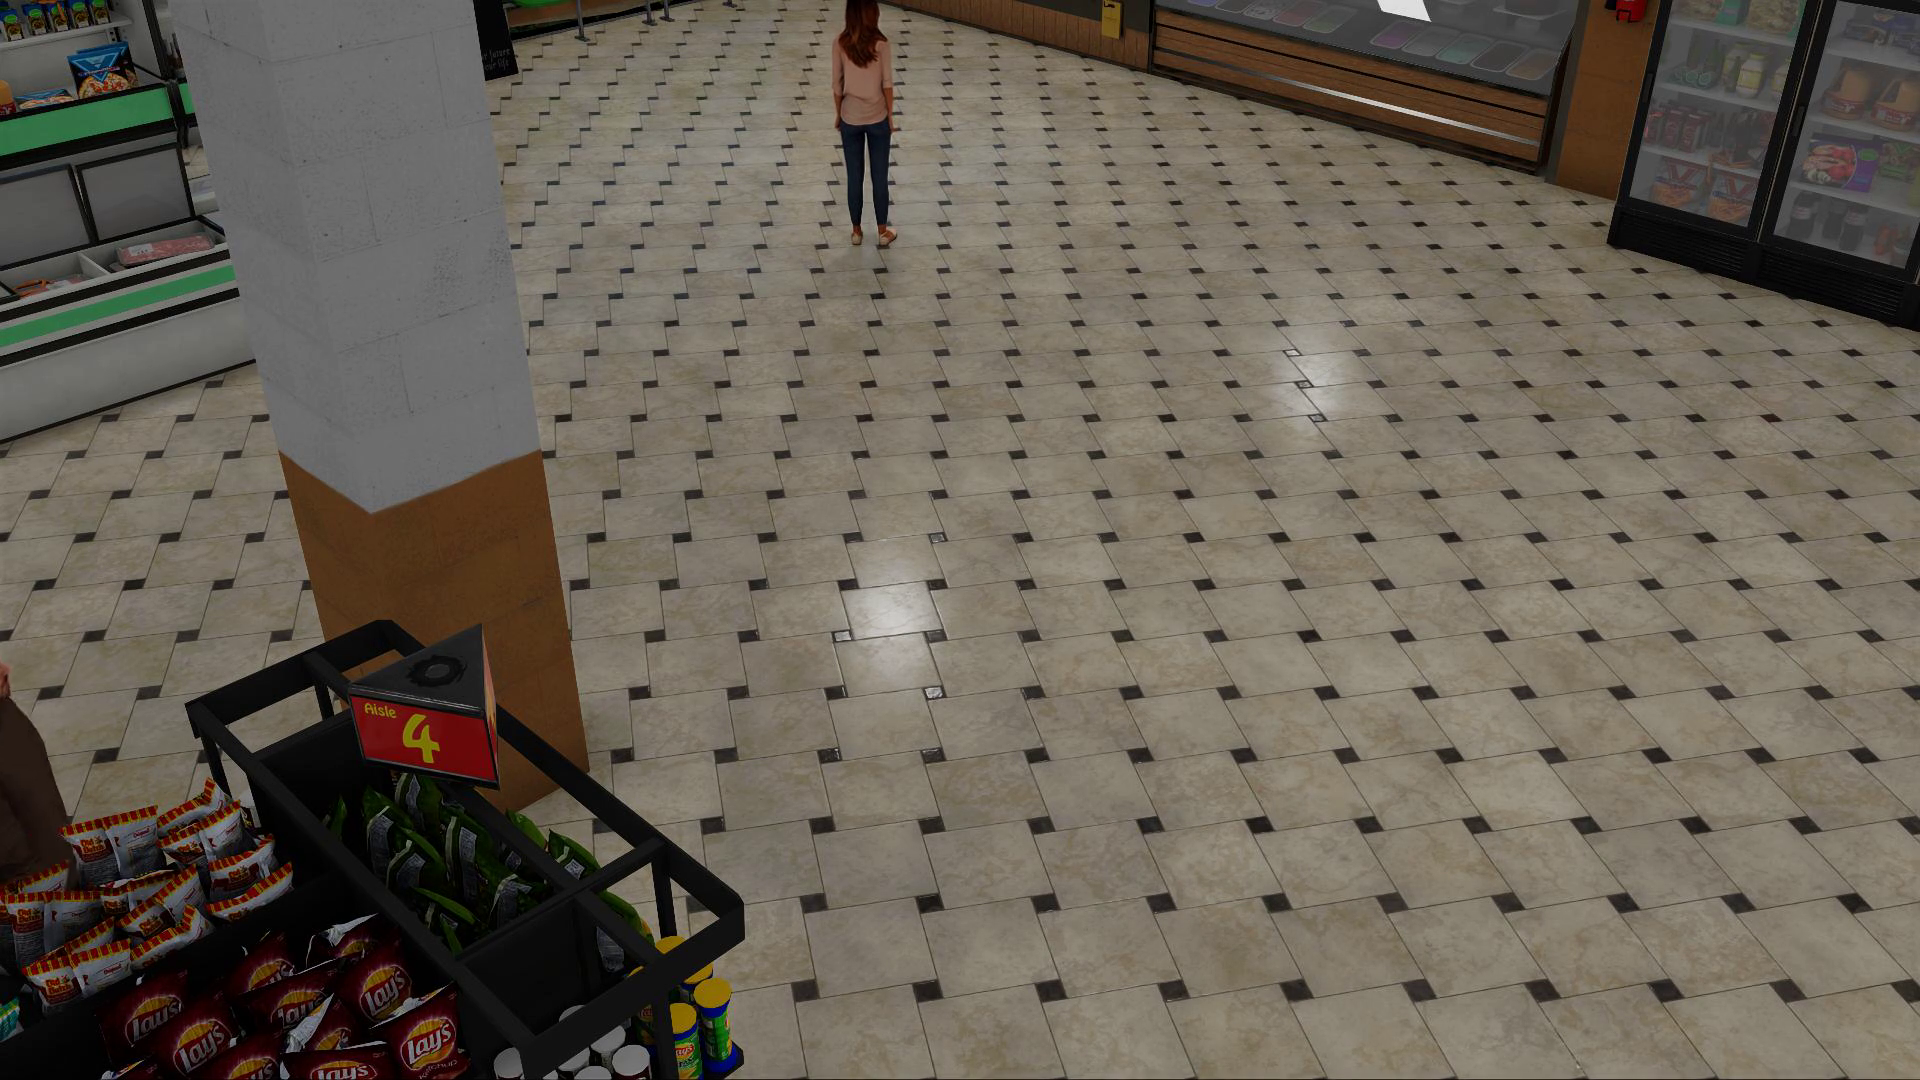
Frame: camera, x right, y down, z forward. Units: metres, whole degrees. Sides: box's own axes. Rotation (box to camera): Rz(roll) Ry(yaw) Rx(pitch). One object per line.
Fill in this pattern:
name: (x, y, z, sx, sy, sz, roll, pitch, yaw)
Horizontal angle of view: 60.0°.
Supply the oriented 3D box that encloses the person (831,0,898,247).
person: (-0.667, -2.934, 11.610, 0.671, 1.789, 0.703, 5, 32, 8)
